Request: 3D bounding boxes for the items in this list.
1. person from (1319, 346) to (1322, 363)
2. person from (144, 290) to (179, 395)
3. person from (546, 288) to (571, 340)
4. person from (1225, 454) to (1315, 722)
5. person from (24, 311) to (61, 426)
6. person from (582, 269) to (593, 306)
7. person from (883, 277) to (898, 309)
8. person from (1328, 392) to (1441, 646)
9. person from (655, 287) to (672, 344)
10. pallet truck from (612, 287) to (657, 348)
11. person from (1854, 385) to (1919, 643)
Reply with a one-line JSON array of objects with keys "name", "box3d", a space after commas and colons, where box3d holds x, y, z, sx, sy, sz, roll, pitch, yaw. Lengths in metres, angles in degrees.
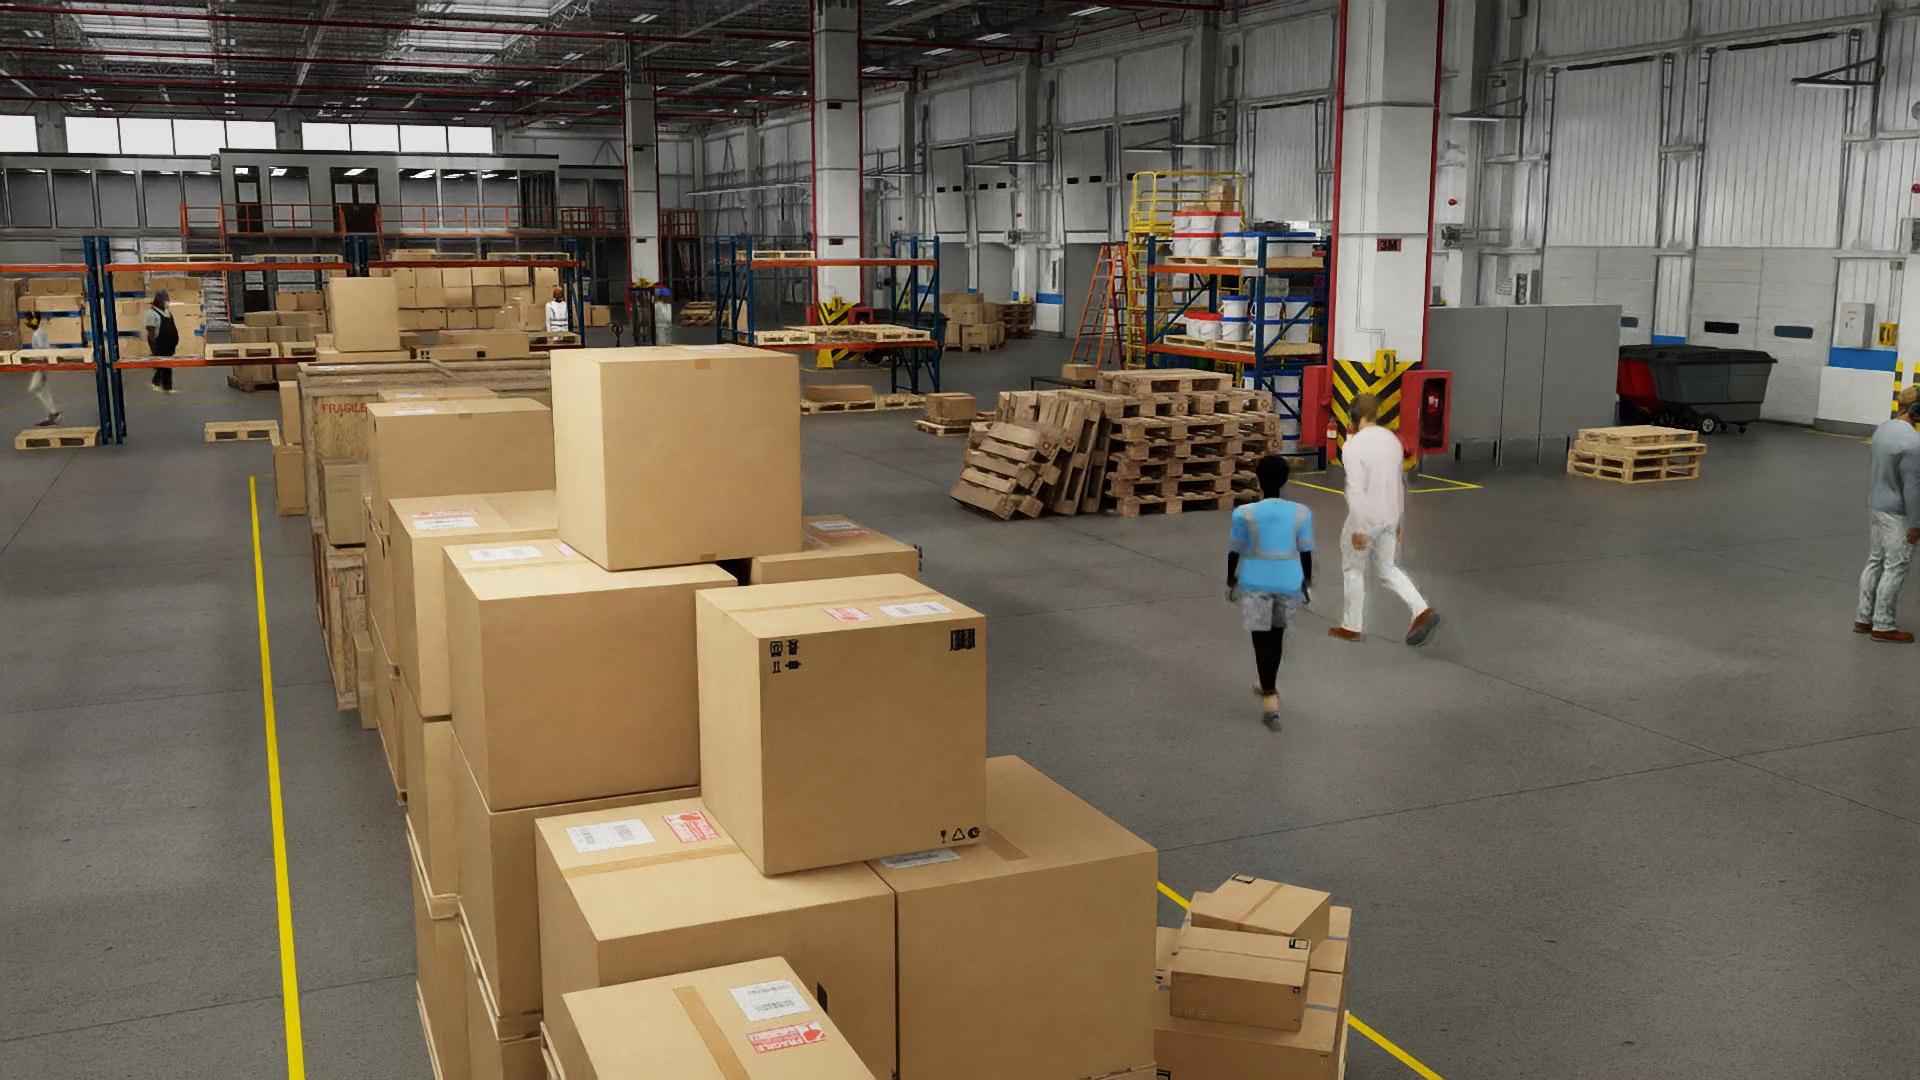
[{"name": "person", "box3d": [5.776, -2.469, 25.589, 0.538, 1.693, 0.320, 0, 10, 2]}, {"name": "person", "box3d": [-15.189, -3.768, 31.767, 0.537, 2.000, 0.696, 1, 10, 8]}, {"name": "person", "box3d": [-9.030, -4.724, 37.469, 0.584, 1.882, 0.346, -7, 12, -33]}, {"name": "person", "box3d": [1.957, 0.293, 10.459, 0.545, 1.661, 0.865, -1, 10, -7]}, {"name": "person", "box3d": [-14.707, -2.733, 26.568, 0.392, 1.853, 0.534, -4, 11, -22]}, {"name": "person", "box3d": [-13.341, -8.722, 59.451, 0.586, 1.910, 0.394, 8, 13, 37]}, {"name": "person", "box3d": [-2.066, -7.221, 51.425, 0.631, 1.816, 0.658, 6, 12, 31]}, {"name": "person", "box3d": [3.117, -0.128, 12.168, 0.642, 1.894, 0.843, -7, 13, -35]}, {"name": "person", "box3d": [-6.663, -4.660, 37.021, 0.670, 1.921, 0.611, 5, 12, 28]}, {"name": "pallet truck", "box3d": [-6.464, -4.406, 35.401, 0.823, 1.965, 1.885, 6, 12, 32]}, {"name": "person", "box3d": [6.959, -0.189, 12.370, 0.372, 1.927, 0.635, 1, 10, 4]}]
